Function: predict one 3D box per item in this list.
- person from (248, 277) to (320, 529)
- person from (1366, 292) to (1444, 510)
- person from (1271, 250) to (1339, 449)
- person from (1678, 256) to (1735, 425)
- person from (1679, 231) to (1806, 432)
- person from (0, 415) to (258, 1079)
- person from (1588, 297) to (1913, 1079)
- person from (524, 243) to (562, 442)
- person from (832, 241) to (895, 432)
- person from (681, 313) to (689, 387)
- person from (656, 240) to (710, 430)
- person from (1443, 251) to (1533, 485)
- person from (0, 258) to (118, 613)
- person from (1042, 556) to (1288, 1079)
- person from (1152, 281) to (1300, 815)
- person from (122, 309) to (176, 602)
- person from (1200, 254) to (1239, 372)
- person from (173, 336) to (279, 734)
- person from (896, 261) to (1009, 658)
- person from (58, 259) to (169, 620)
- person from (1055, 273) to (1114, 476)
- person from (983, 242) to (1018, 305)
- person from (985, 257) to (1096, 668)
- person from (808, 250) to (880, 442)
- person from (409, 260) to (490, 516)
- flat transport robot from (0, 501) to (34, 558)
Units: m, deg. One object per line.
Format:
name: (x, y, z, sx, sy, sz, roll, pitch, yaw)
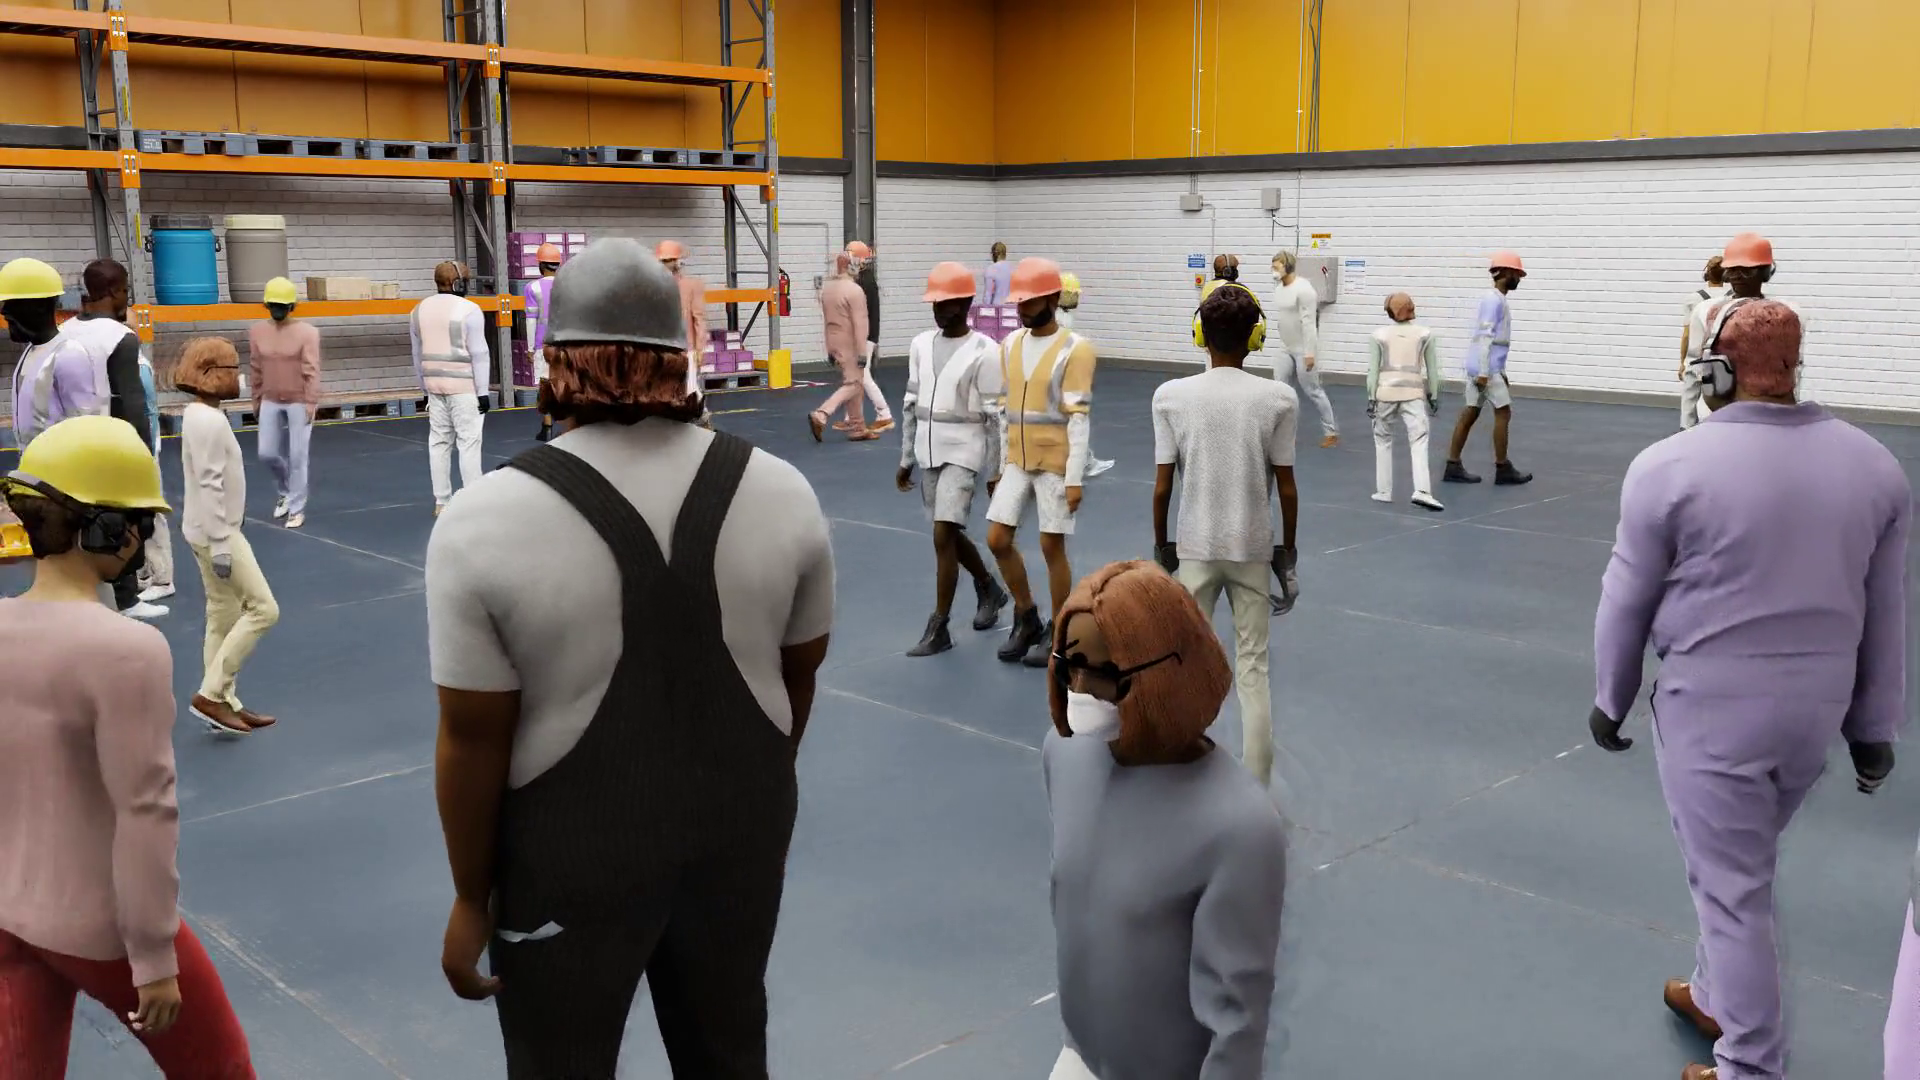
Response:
person: (-4.657, -0.946, 11.516, 0.536, 1.743, 0.475, 0, 10, 1)
person: (3.320, -1.036, 12.403, 0.569, 1.604, 0.632, 2, 11, 9)
person: (3.283, -1.795, 15.803, 0.750, 1.894, 0.645, -4, 11, -22)
person: (6.515, -1.533, 14.435, 0.511, 1.845, 0.341, 3, 11, 17)
person: (4.259, -0.660, 9.143, 0.614, 2.040, 0.391, 9, 14, 40)
person: (-1.484, 0.638, 2.949, 0.536, 1.702, 0.937, 5, 12, 26)
person: (1.776, 0.375, 3.925, 0.646, 1.876, 0.783, -2, 11, -10)
person: (-4.013, -1.941, 16.394, 0.552, 1.942, 0.341, -6, 12, -31)
person: (-0.994, -2.073, 17.064, 0.679, 1.962, 0.638, -1, 10, -6)
person: (-1.952, -0.812, 10.250, 0.630, 1.938, 0.369, 5, 12, 27)
person: (-2.648, -1.837, 15.726, 0.610, 1.979, 0.726, 3, 11, 15)
person: (4.360, -1.393, 13.549, 0.796, 1.887, 0.574, 2, 11, 11)
person: (-3.870, -0.233, 7.123, 0.382, 1.924, 0.594, -10, 15, -44)
person: (0.239, 0.802, 2.408, 0.878, 1.571, 0.509, -8, 13, -36)
person: (0.899, 0.067, 5.644, 0.508, 1.872, 0.329, 2, 11, 12)
person: (-4.597, -0.473, 9.223, 0.523, 1.636, 0.310, 9, 14, 41)
person: (2.576, -1.862, 16.242, 0.429, 1.845, 0.621, -3, 11, -17)
person: (-2.939, -0.004, 6.689, 0.341, 1.620, 0.525, -5, 12, -25)
person: (0.001, -0.417, 8.246, 0.549, 1.915, 0.886, 9, 14, 40)
person: (-4.420, -0.506, 8.682, 0.623, 1.899, 0.454, 7, 12, 33)
person: (0.919, -1.319, 13.634, 0.855, 1.700, 0.514, -2, 11, -11)
person: (0.563, -3.173, 23.150, 0.632, 1.933, 0.387, -8, 13, -37)
person: (0.355, -0.345, 7.750, 0.582, 1.915, 0.470, 9, 14, 41)
person: (-1.132, -1.868, 16.162, 0.797, 1.881, 0.655, -6, 12, -32)
person: (-3.620, -1.075, 11.949, 0.623, 1.844, 0.430, 5, 11, 24)
flat transport robot: (-6.170, -0.100, 10.916, 0.652, 0.197, 1.431, -10, 15, -44)
